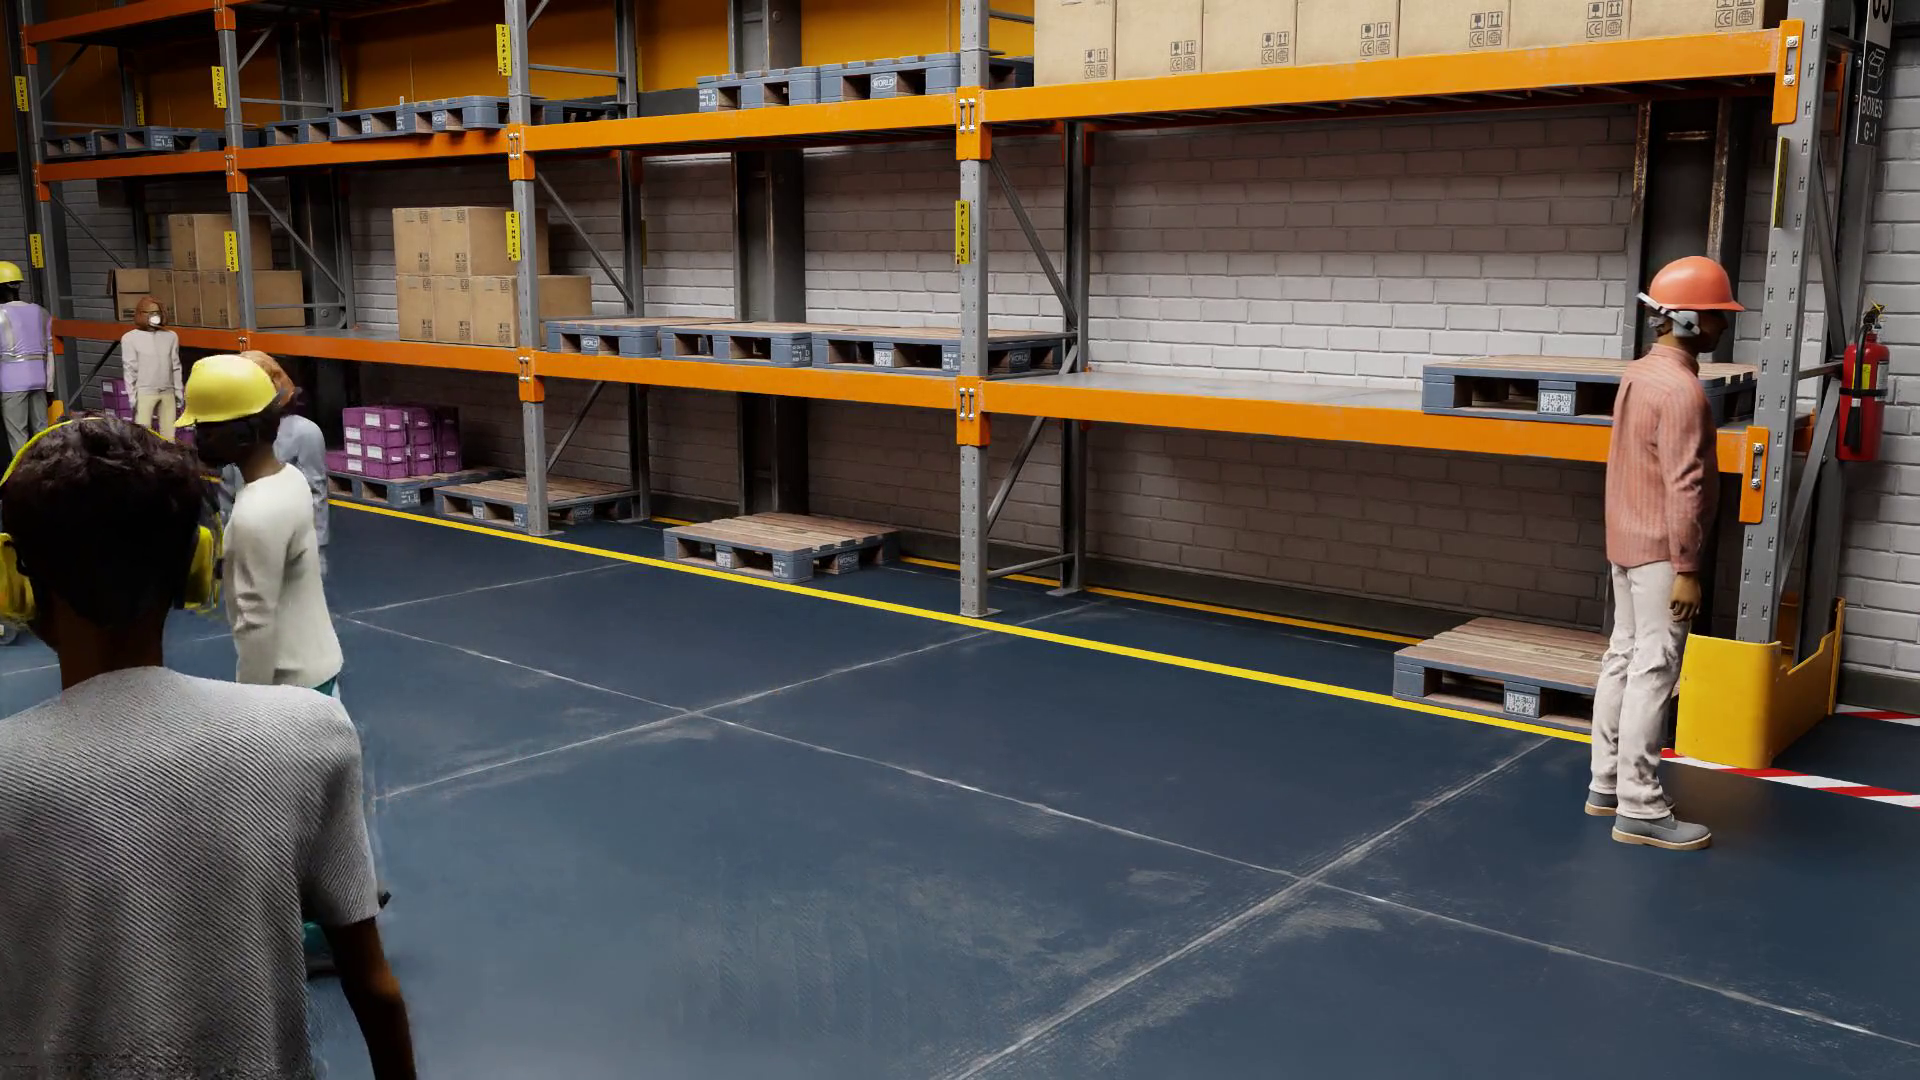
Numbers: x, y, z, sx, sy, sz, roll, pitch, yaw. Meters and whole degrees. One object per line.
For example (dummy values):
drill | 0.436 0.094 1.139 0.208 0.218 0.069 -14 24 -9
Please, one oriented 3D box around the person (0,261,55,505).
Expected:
person | -7.422 -1.227 13.125 0.402 1.919 0.588 4 11 21

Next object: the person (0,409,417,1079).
person | -0.904 0.785 1.873 0.472 1.848 0.564 9 13 42

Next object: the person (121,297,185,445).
person | -6.660 -1.193 13.762 0.284 1.626 0.495 6 12 31

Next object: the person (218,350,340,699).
person | -2.737 0.056 6.652 0.507 1.623 0.290 3 10 17

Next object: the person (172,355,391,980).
person | -1.853 0.373 4.474 0.380 1.741 0.543 -3 10 -14

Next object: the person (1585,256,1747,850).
person | 2.406 0.040 5.683 0.395 1.992 0.622 1 10 5
